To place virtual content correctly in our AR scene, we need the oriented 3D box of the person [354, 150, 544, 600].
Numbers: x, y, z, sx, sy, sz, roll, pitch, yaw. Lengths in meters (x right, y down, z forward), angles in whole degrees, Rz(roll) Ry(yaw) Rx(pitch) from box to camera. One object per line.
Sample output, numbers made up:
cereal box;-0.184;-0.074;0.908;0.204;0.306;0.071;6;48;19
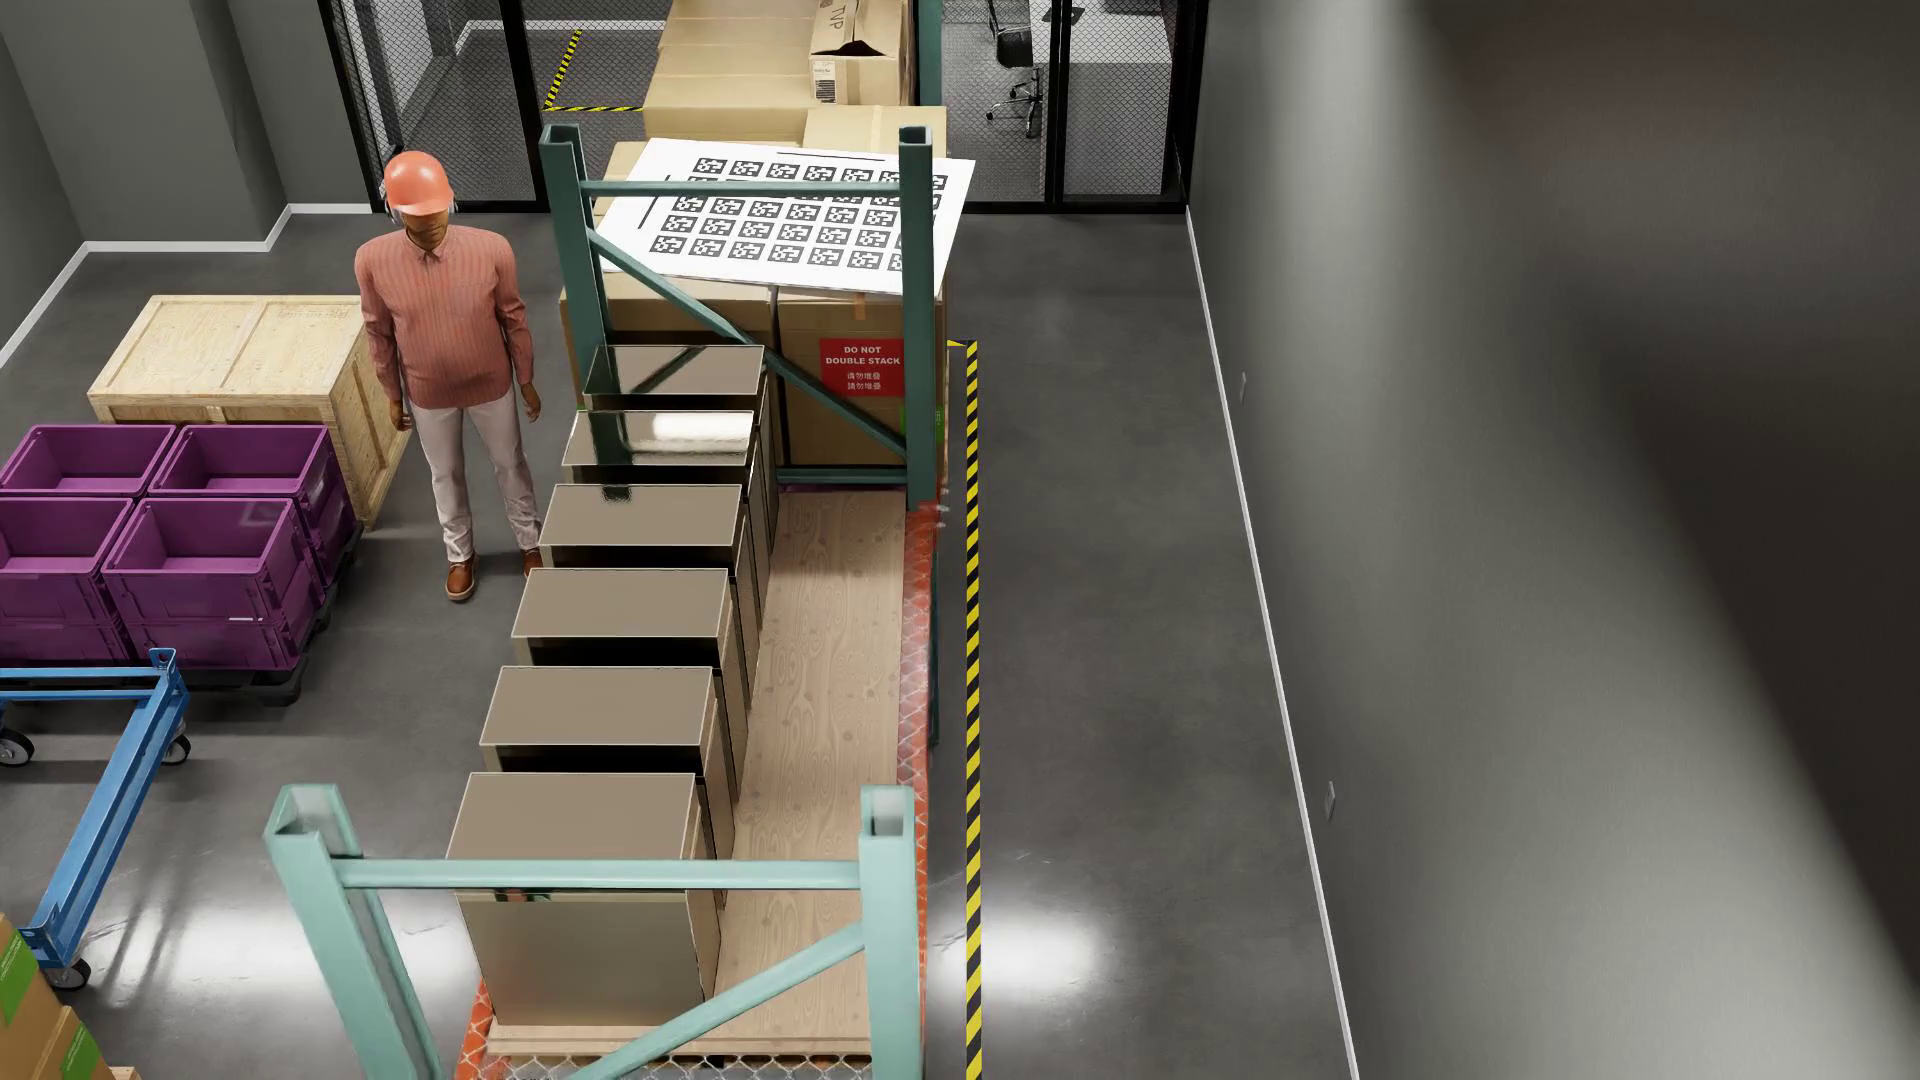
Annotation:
person;-1.970;-0.619;6.550;0.610;1.997;0.369;-9;42;-10
